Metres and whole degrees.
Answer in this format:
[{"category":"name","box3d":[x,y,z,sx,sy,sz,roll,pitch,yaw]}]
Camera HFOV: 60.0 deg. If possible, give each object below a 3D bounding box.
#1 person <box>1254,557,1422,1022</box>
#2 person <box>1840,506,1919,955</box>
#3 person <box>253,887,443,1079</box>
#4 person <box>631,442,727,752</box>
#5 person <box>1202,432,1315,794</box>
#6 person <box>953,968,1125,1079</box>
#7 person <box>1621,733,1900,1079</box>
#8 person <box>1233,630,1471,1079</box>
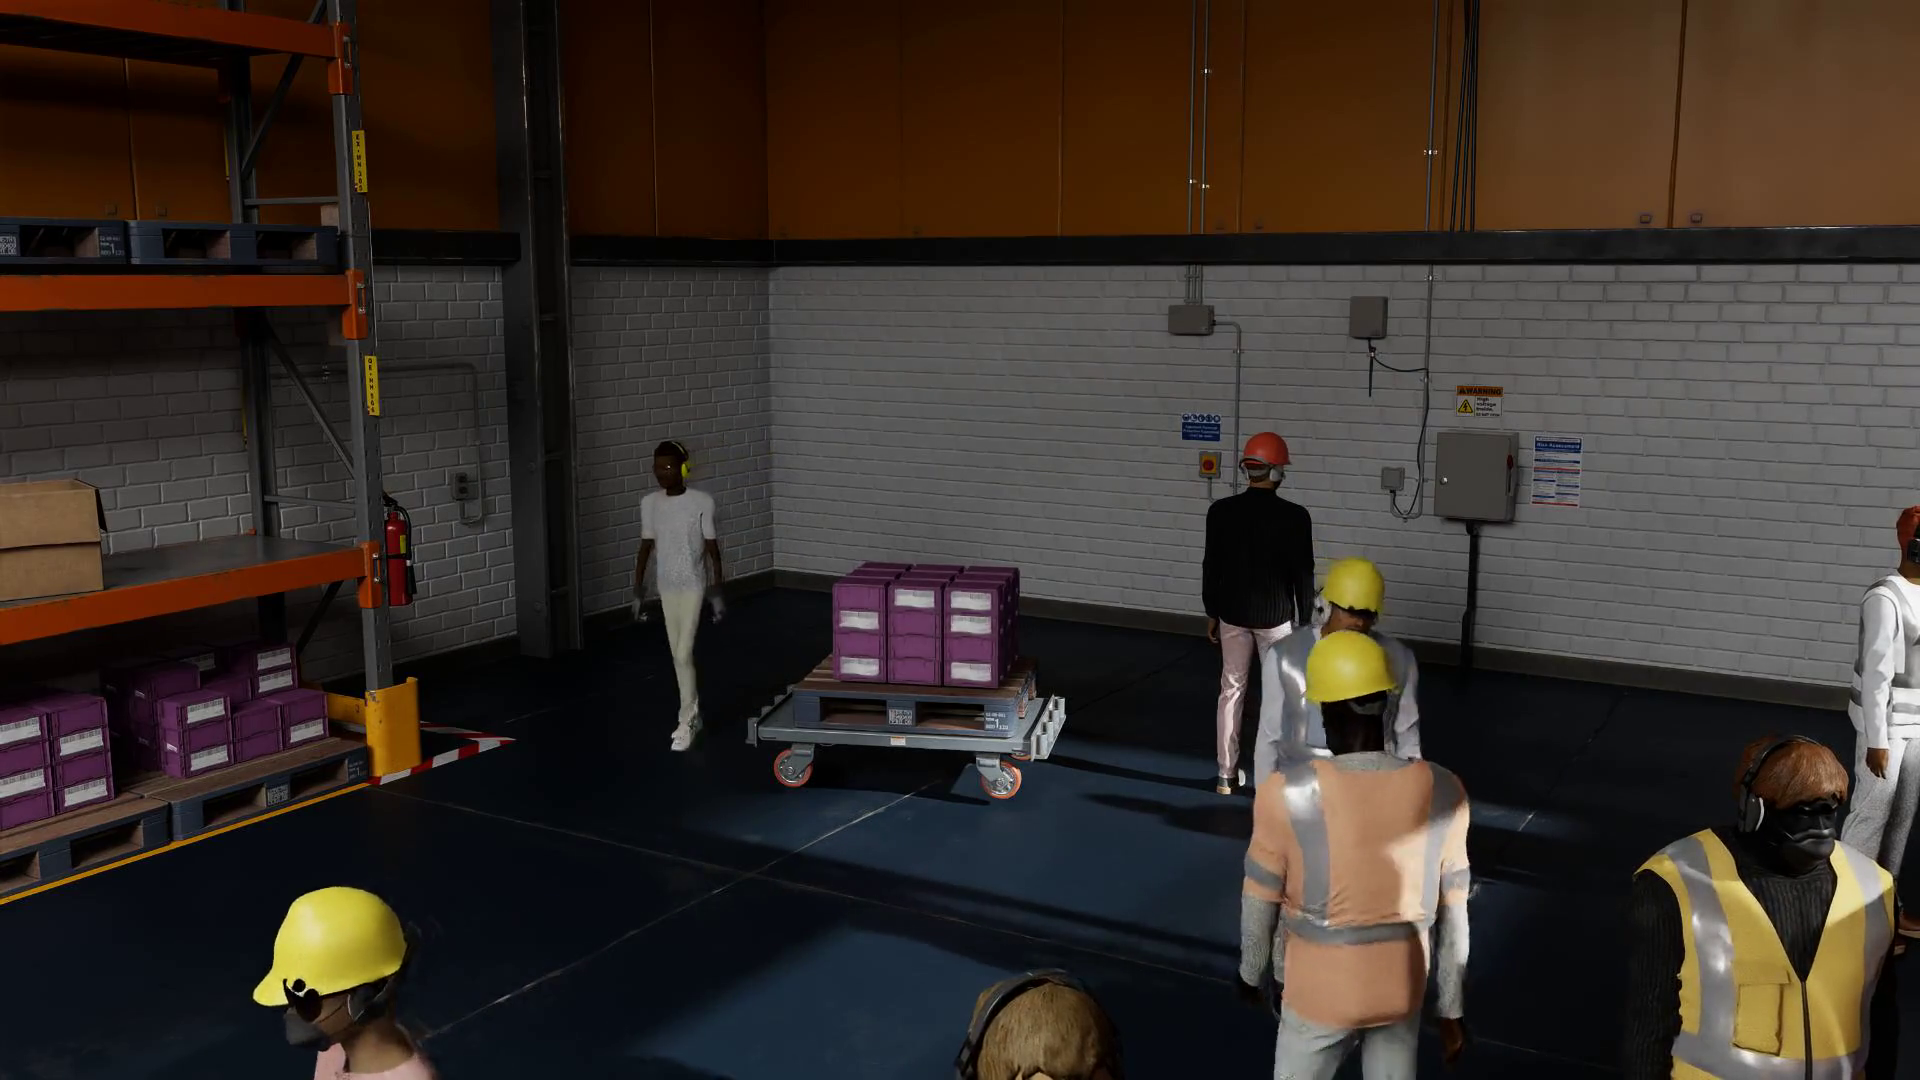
[{"category":"person","box3d":[1.403,0.949,6.192,0.602,1.812,0.408,1,9,4]},{"category":"person","box3d":[3.955,0.788,7.022,0.581,1.879,0.348,-7,12,-38]},{"category":"person","box3d":[-1.136,1.482,3.082,0.672,1.743,0.549,-5,11,-30]},{"category":"person","box3d":[-1.714,0.332,9.962,0.549,1.842,0.717,3,10,20]},{"category":"person","box3d":[1.623,0.410,9.009,0.622,1.989,0.396,5,11,31]},{"category":"person","box3d":[0.103,1.513,2.296,0.631,1.940,0.372,-6,11,-32]},{"category":"person","box3d":[1.812,1.330,3.783,0.618,1.836,0.430,0,9,0]},{"category":"person","box3d":[1.055,1.187,4.442,0.602,1.902,0.479,-1,9,-9]}]
